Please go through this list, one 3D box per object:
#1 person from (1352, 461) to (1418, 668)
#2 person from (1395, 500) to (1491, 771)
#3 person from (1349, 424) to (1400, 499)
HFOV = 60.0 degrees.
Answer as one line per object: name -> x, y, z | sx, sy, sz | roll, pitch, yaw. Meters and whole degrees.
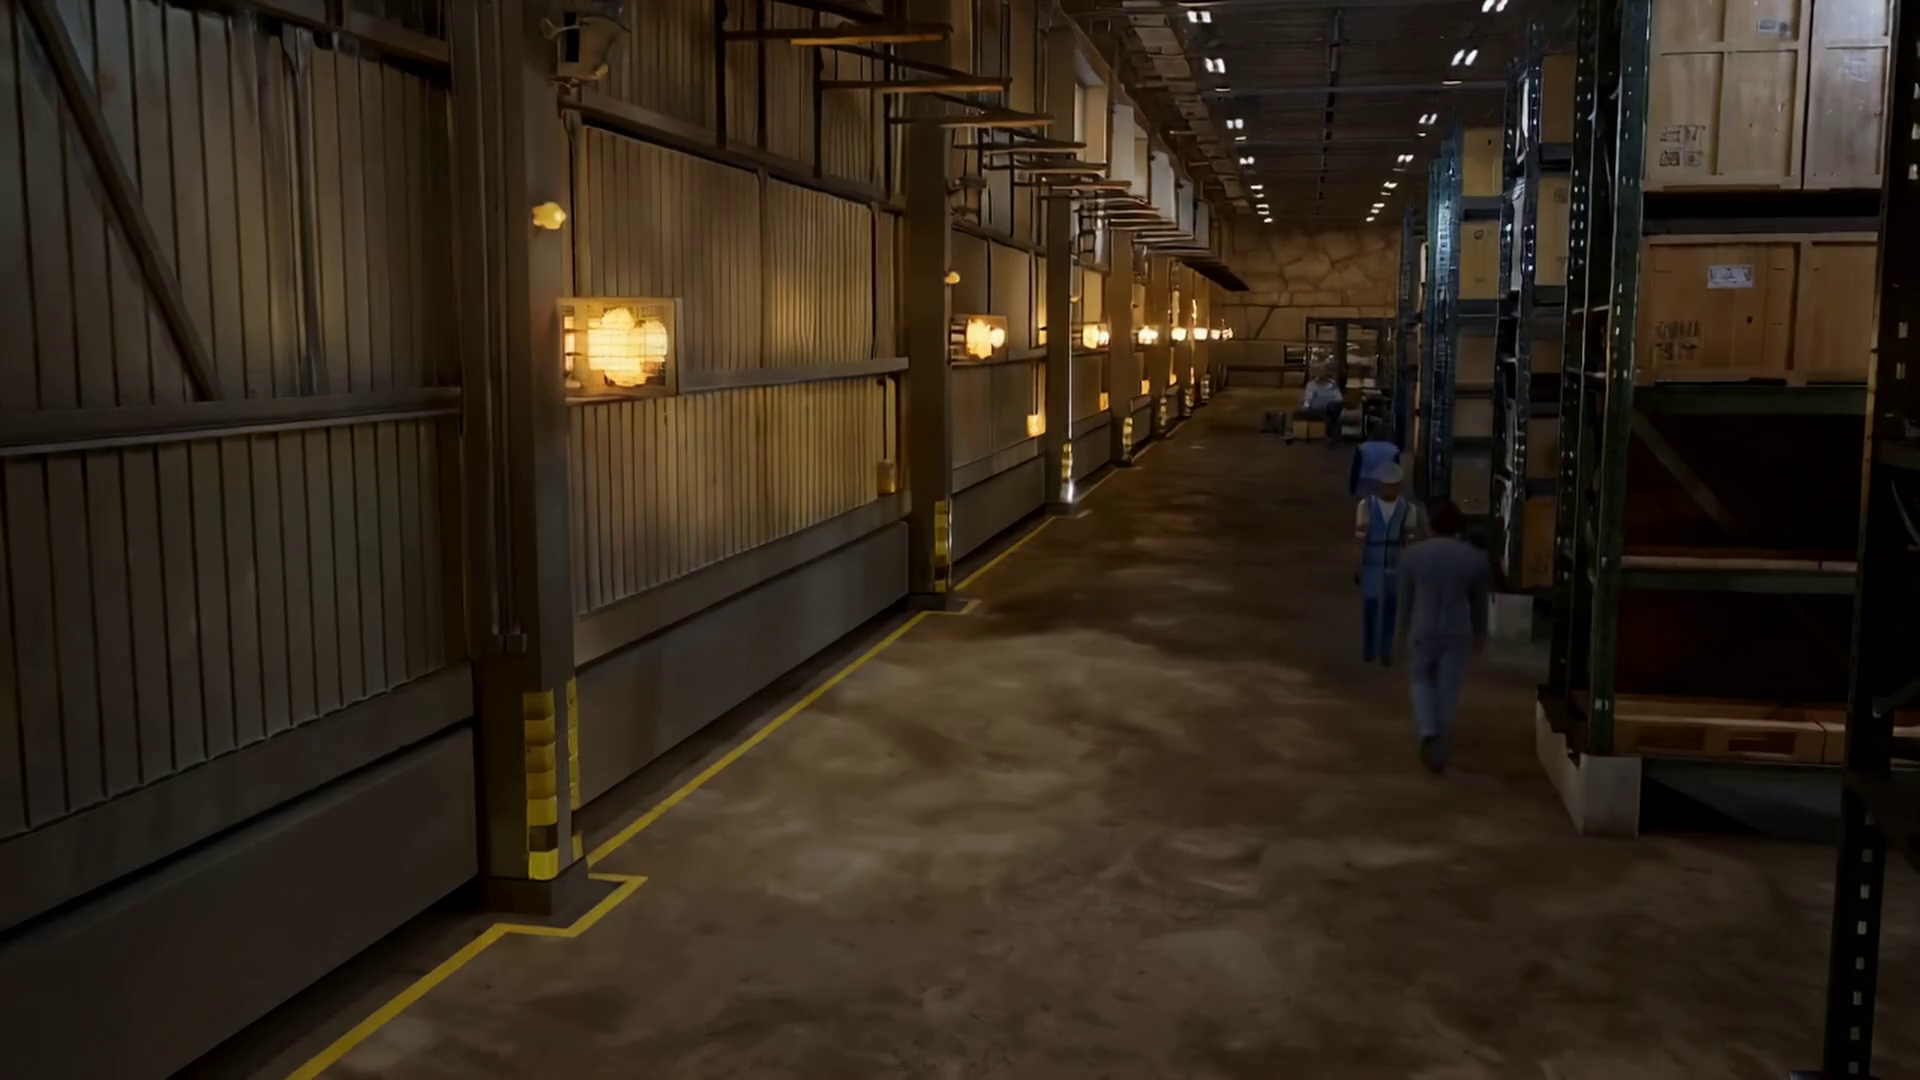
person -> 3.927, 0.226, 15.370 | 0.576, 1.924, 0.415 | 1, 7, 10
person -> 3.408, 0.676, 11.772 | 0.650, 1.922, 0.430 | 1, 7, 8
person -> 5.885, -0.745, 23.660 | 0.640, 1.790, 0.957 | 0, 7, 0
